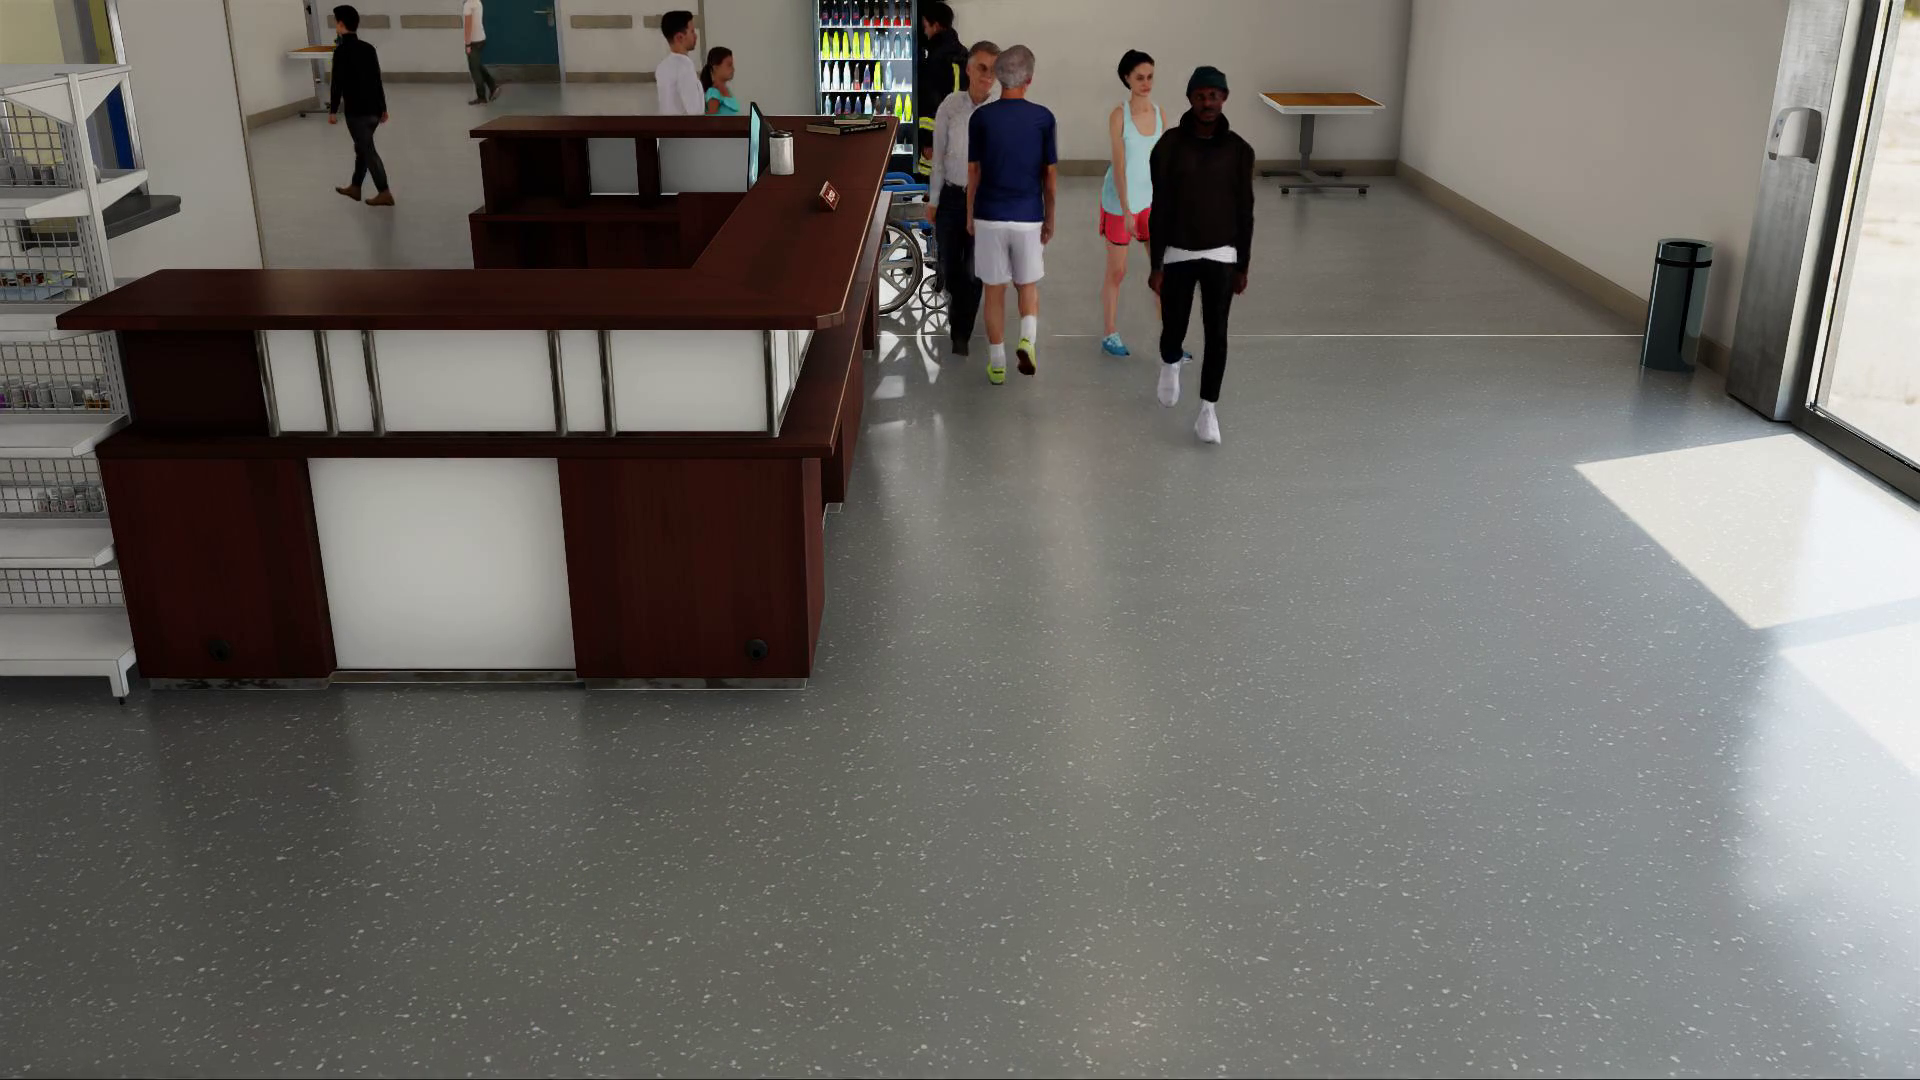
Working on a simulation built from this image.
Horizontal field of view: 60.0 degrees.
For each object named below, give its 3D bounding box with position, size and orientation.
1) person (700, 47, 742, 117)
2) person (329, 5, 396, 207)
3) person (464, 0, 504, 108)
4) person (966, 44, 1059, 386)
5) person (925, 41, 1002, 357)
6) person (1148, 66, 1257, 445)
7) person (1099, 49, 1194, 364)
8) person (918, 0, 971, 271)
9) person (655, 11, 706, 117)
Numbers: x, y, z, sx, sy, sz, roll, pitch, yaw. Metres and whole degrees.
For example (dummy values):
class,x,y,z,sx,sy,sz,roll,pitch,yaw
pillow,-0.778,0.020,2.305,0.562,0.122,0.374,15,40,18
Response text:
class,x,y,z,sx,sy,sz,roll,pitch,yaw
person,-1.849,-2.880,12.428,0.657,1.551,0.623,6,22,16
person,-5.195,-3.783,14.598,1.027,1.703,0.854,7,22,18
person,-6.396,-6.639,22.222,0.740,1.643,0.637,3,21,8
person,0.273,-1.709,8.957,0.737,1.820,0.710,-1,21,-3
person,0.067,-1.993,9.750,0.879,1.790,0.795,3,21,9
person,1.150,-1.395,8.158,0.827,1.798,0.726,-1,21,-3
person,0.931,-1.883,9.525,0.999,1.743,0.899,-10,23,-25
person,0.005,-2.796,11.726,1.110,1.892,1.040,11,23,26
person,-1.963,-2.644,11.380,0.819,1.852,0.749,-9,22,-21
